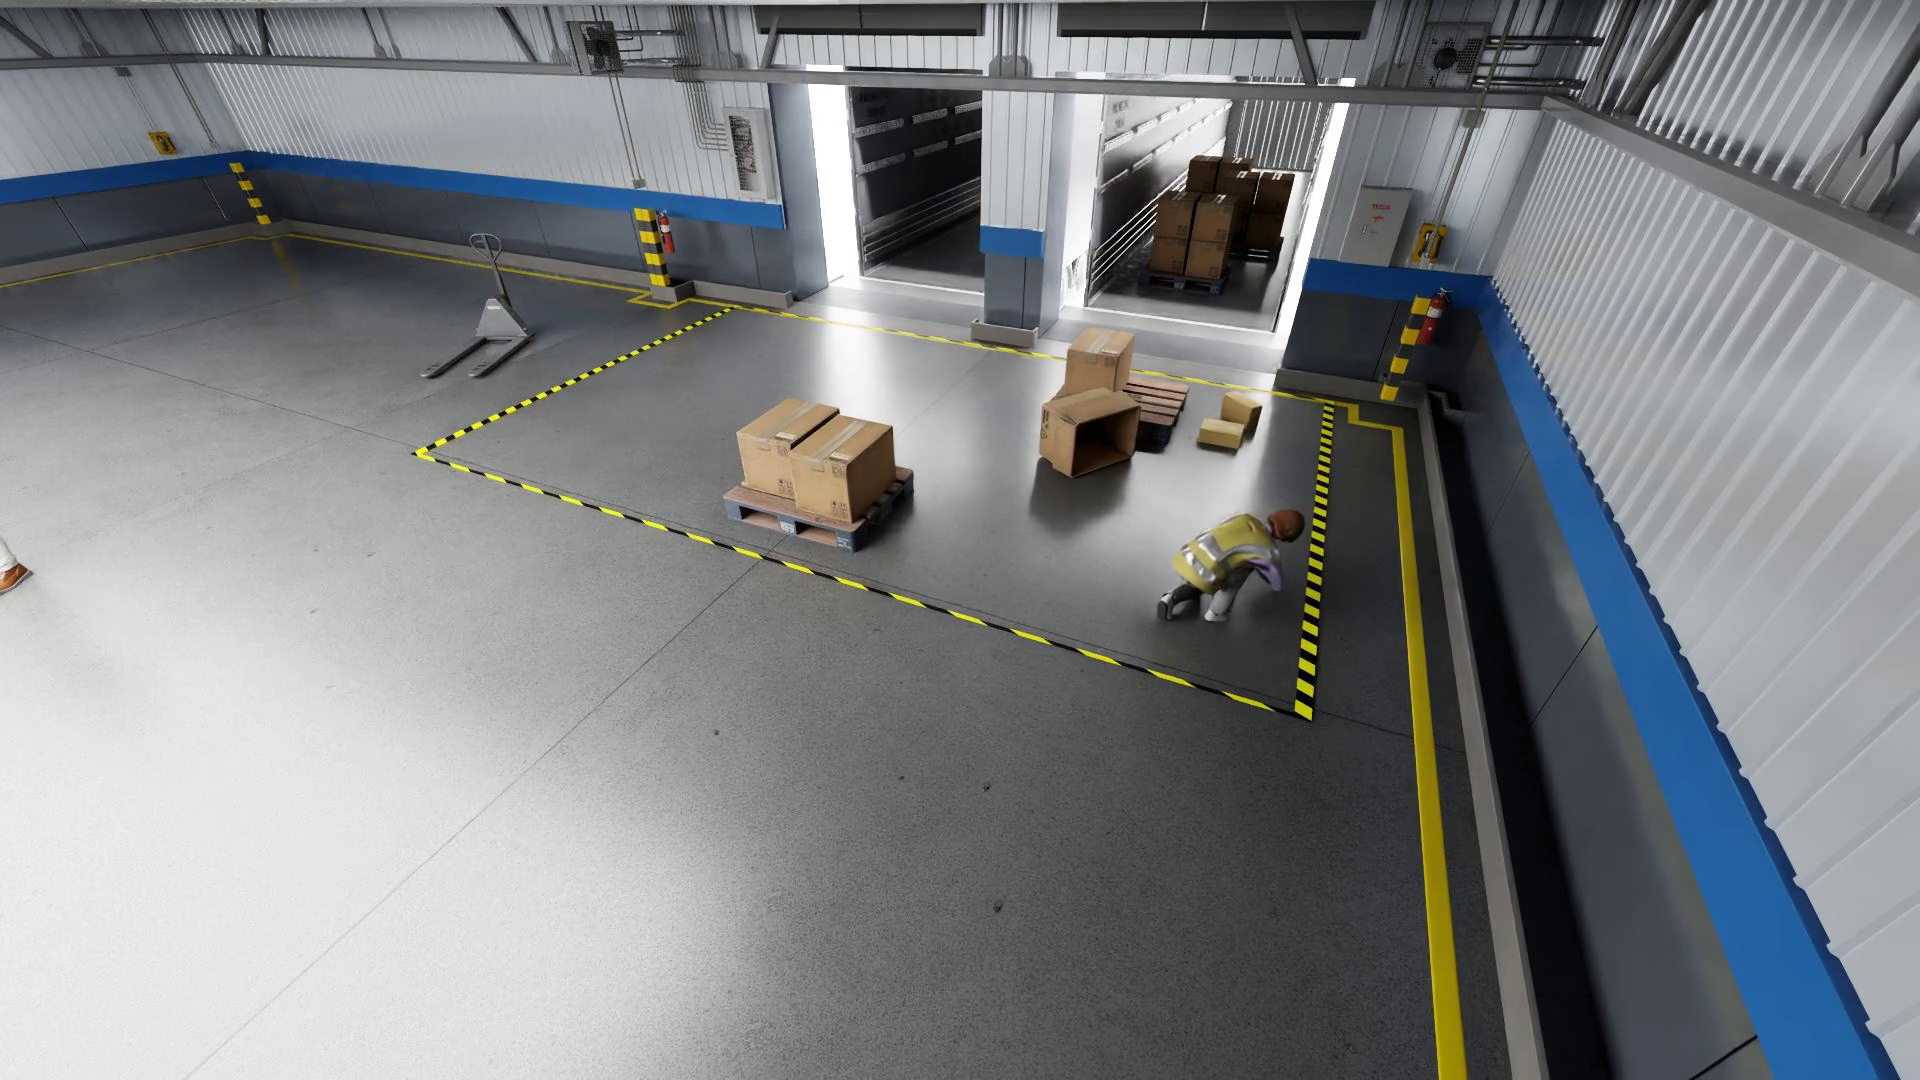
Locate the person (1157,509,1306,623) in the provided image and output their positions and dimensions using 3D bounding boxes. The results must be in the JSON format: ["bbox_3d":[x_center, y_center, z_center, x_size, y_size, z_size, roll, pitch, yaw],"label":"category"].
[{"bbox_3d":[1.725,0.156,4.824,0.917,0.810,0.644,-14,38,-18],"label":"person"}]

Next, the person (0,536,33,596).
[{"bbox_3d":[-6.878,-0.469,4.668,0.600,1.948,0.383,0,35,0],"label":"person"}]

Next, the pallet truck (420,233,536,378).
[{"bbox_3d":[-5.664,-2.712,8.427,0.680,1.201,1.601,0,35,-1],"label":"pallet truck"}]
